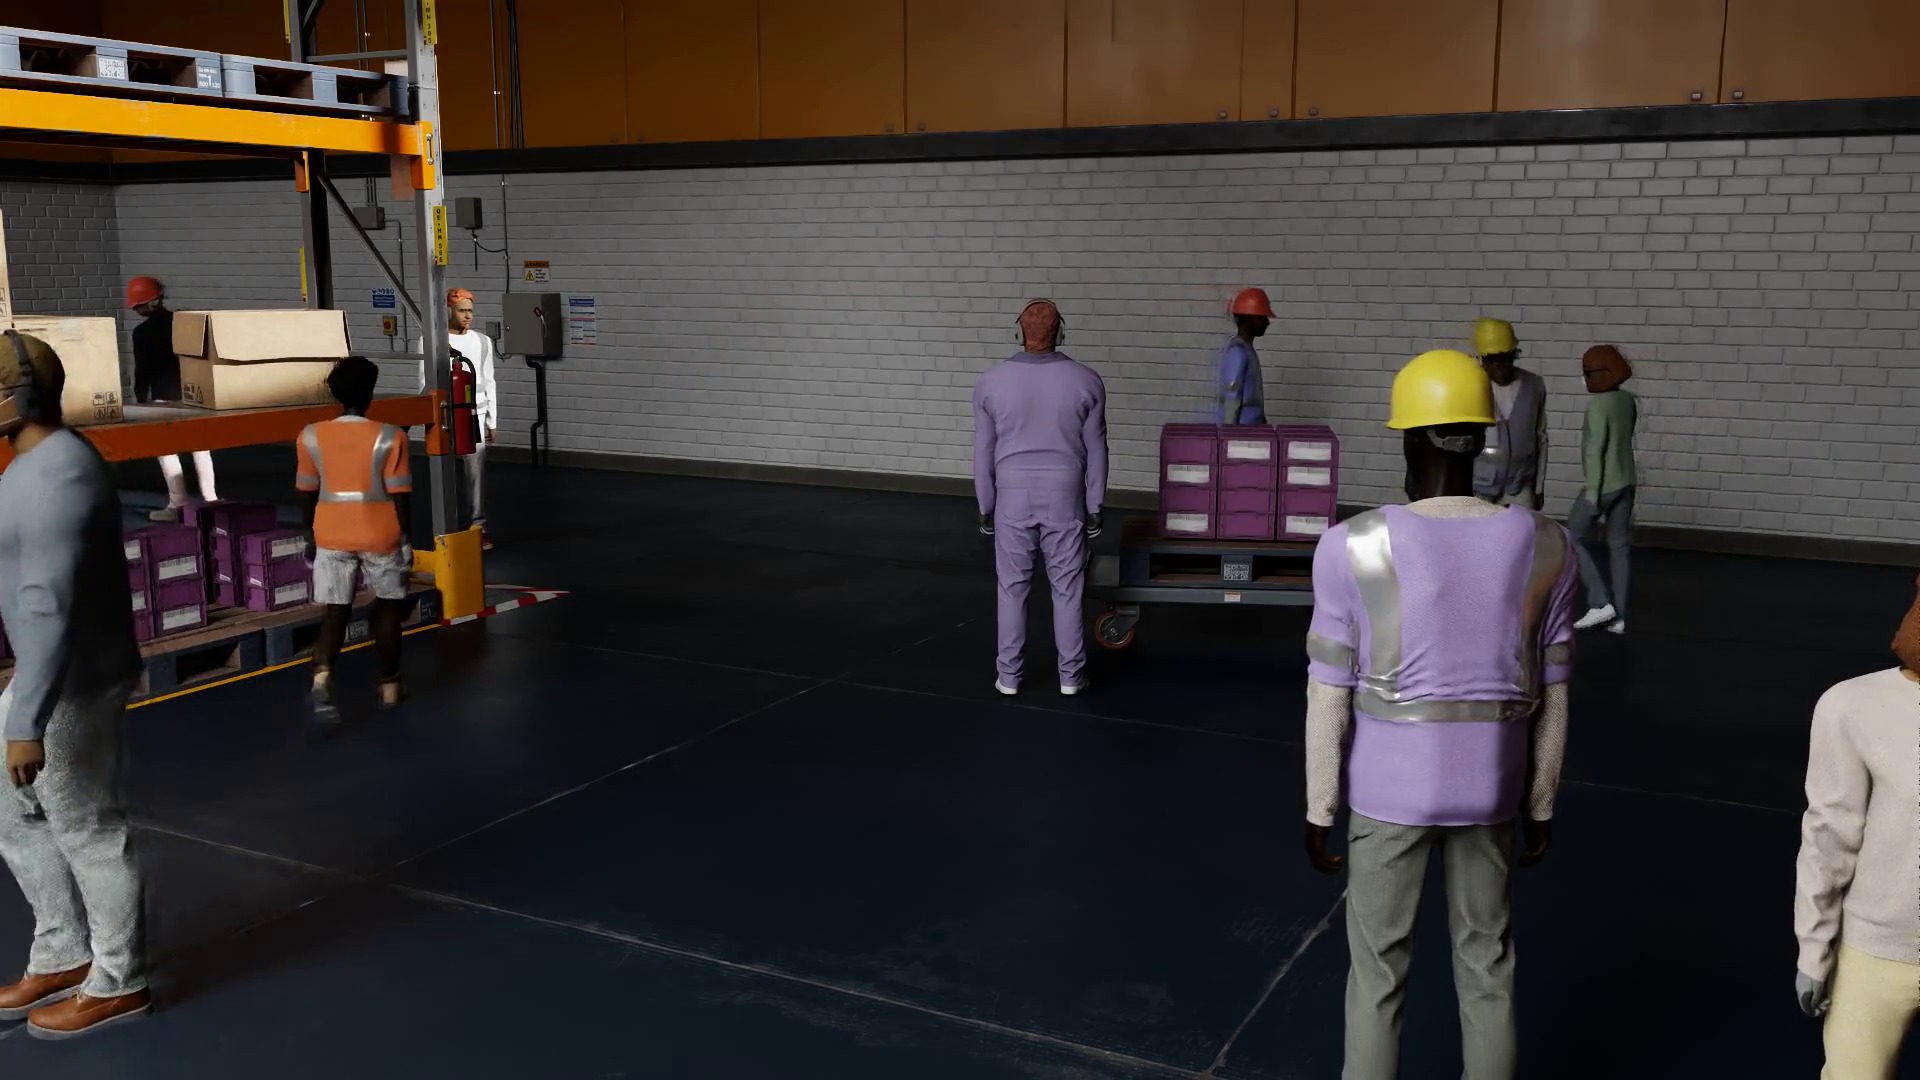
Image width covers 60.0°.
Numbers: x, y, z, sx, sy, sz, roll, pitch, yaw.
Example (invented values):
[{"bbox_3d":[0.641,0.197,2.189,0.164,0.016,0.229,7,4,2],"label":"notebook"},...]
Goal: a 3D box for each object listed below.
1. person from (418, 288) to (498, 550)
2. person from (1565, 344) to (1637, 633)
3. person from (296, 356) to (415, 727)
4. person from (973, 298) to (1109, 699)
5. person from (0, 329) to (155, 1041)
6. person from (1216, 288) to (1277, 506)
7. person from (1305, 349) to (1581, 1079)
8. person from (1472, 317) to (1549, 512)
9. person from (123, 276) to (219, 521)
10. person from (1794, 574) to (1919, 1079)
[{"bbox_3d":[-3.557,-0.843,11.834,0.579,1.879,0.348,-9,13,-43],"label":"person"},{"bbox_3d":[3.597,-0.279,9.287,0.532,1.618,0.359,-7,12,-36],"label":"person"},{"bbox_3d":[-2.735,0.006,7.512,0.531,1.666,0.761,0,10,-3],"label":"person"},{"bbox_3d":[0.386,-0.188,7.940,0.641,1.913,0.407,1,10,5],"label":"person"},{"bbox_3d":[-2.475,0.413,4.400,0.571,1.926,0.662,-6,11,-30],"label":"person"},{"bbox_3d":[1.955,-0.745,11.254,0.856,1.908,0.556,1,10,6],"label":"person"},{"bbox_3d":[1.043,0.542,3.695,0.588,1.918,0.396,-1,10,-3],"label":"person"},{"bbox_3d":[2.889,-0.289,8.910,0.615,1.787,0.676,-1,10,-4],"label":"person"},{"bbox_3d":[-6.275,-1.140,13.377,0.377,1.952,0.774,4,11,24],"label":"person"},{"bbox_3d":[1.823,0.792,3.103,0.495,1.626,0.284,3,10,18],"label":"person"}]
